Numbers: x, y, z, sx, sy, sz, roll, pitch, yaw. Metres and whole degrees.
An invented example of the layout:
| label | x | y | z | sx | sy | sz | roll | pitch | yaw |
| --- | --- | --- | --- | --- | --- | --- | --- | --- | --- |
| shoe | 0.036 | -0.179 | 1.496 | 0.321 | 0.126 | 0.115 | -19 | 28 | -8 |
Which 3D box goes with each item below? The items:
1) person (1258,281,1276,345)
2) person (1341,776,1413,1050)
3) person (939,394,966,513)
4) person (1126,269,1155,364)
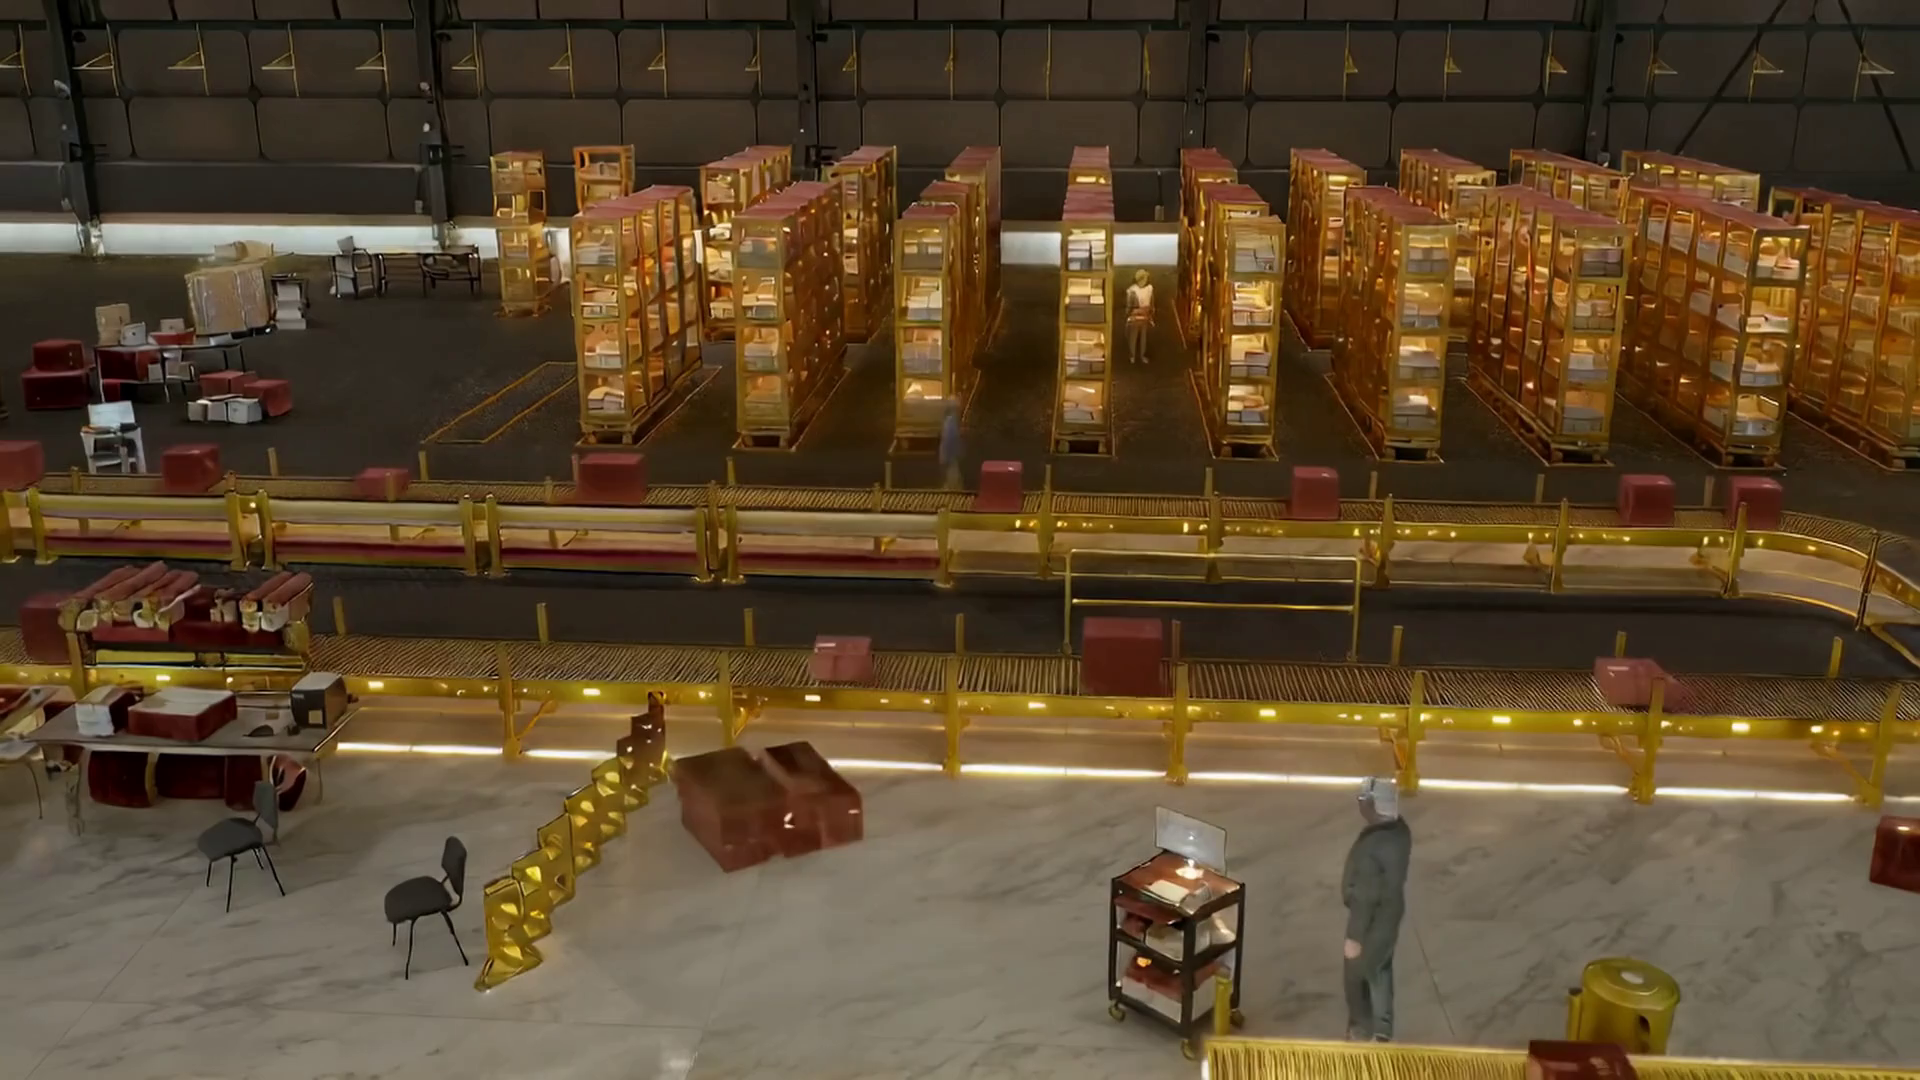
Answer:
| label | x | y | z | sx | sy | sz | roll | pitch | yaw |
| --- | --- | --- | --- | --- | --- | --- | --- | --- | --- |
| person | 6.155 | -4.840 | 33.780 | 0.674 | 1.913 | 1.035 | 10 | 20 | 29 |
| person | 2.652 | 2.432 | 10.753 | 0.395 | 1.893 | 0.649 | 12 | 21 | 34 |
| person | -0.055 | -1.076 | 22.098 | 0.567 | 1.745 | 0.559 | 2 | 18 | 7 |
| person | 3.514 | -4.355 | 32.379 | 0.592 | 1.833 | 0.404 | -4 | 18 | -13 |
